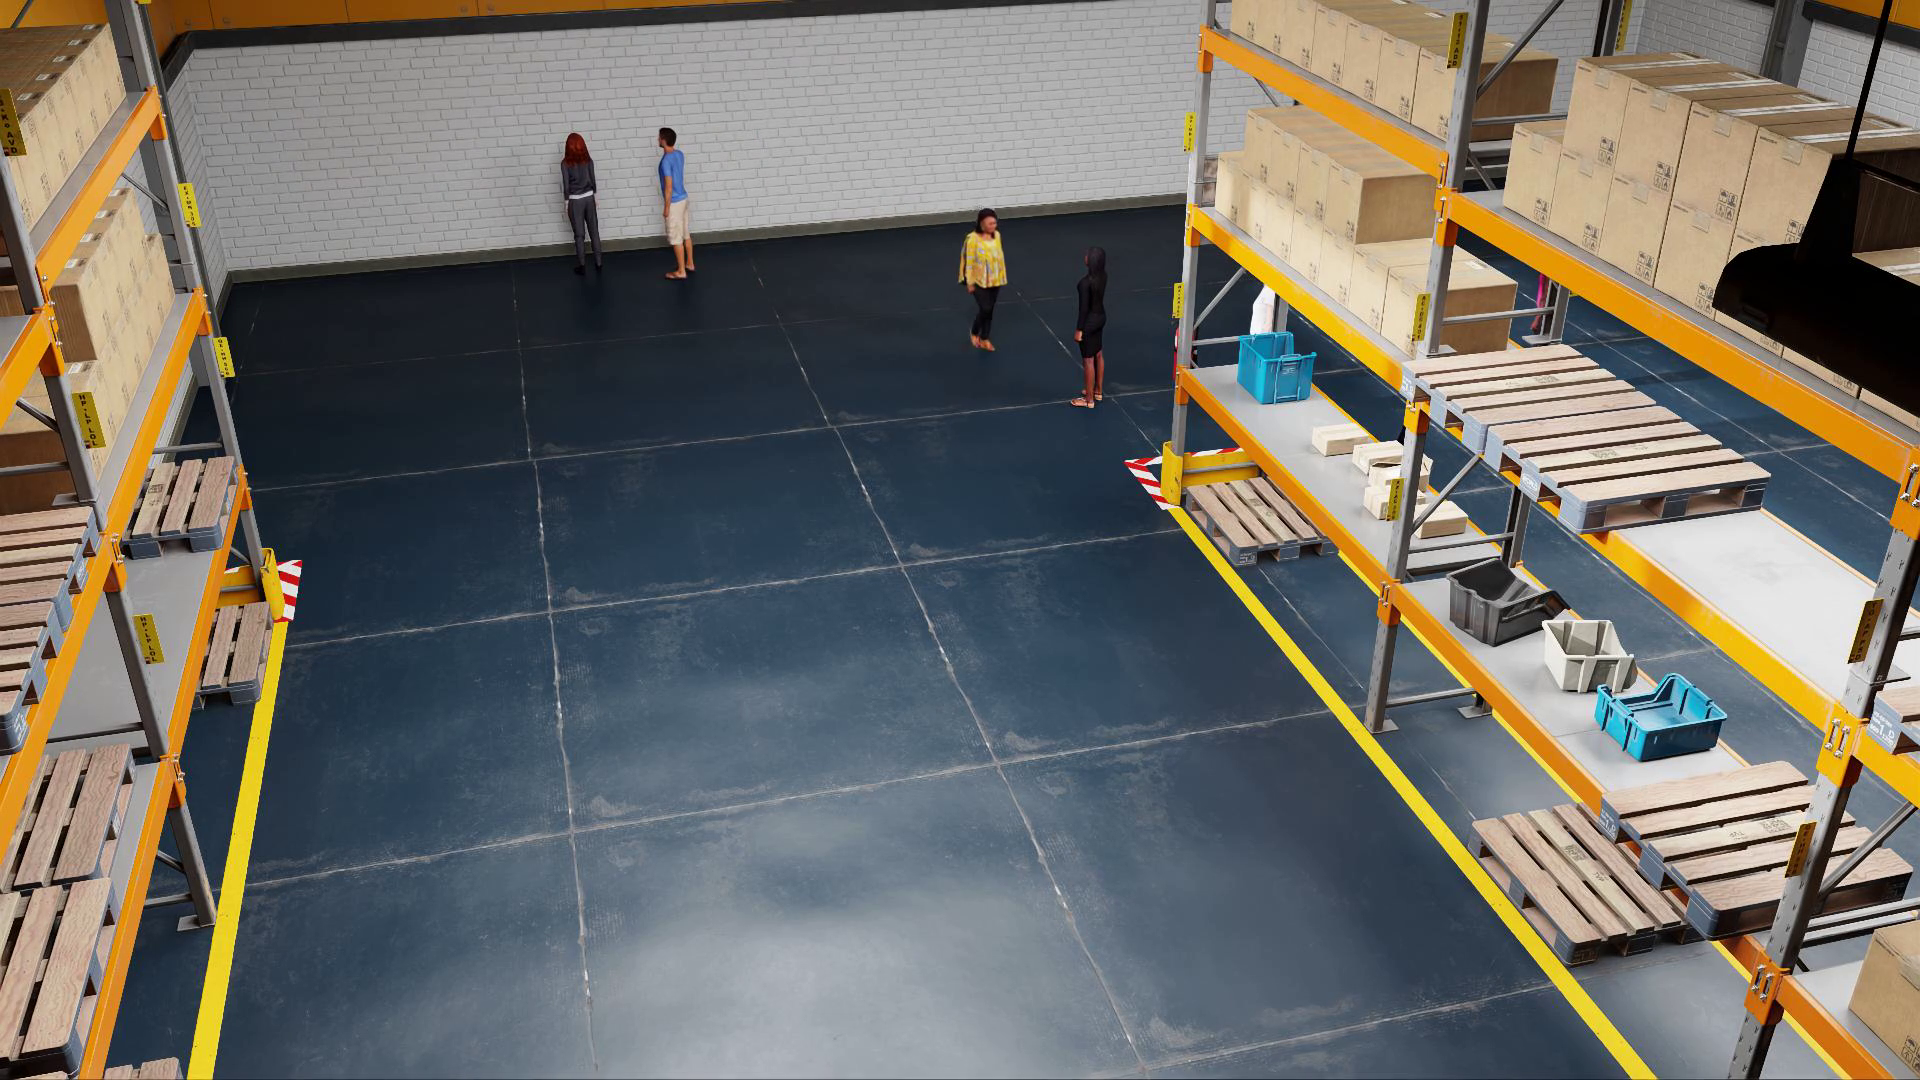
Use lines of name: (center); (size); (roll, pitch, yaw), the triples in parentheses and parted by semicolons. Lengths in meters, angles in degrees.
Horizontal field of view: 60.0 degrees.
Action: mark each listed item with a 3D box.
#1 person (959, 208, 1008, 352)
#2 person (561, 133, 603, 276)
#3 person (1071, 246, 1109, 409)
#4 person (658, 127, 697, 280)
person: (0.221, -2.900, 18.506); (0.853, 1.647, 0.899); (-25, 37, -38)
person: (-4.724, -4.203, 20.757); (0.641, 1.780, 0.599); (-17, 33, -28)
person: (1.352, -2.213, 17.172); (0.728, 1.719, 0.677); (17, 33, 28)
person: (-3.531, -4.190, 20.646); (0.793, 1.862, 0.674); (8, 30, 13)
